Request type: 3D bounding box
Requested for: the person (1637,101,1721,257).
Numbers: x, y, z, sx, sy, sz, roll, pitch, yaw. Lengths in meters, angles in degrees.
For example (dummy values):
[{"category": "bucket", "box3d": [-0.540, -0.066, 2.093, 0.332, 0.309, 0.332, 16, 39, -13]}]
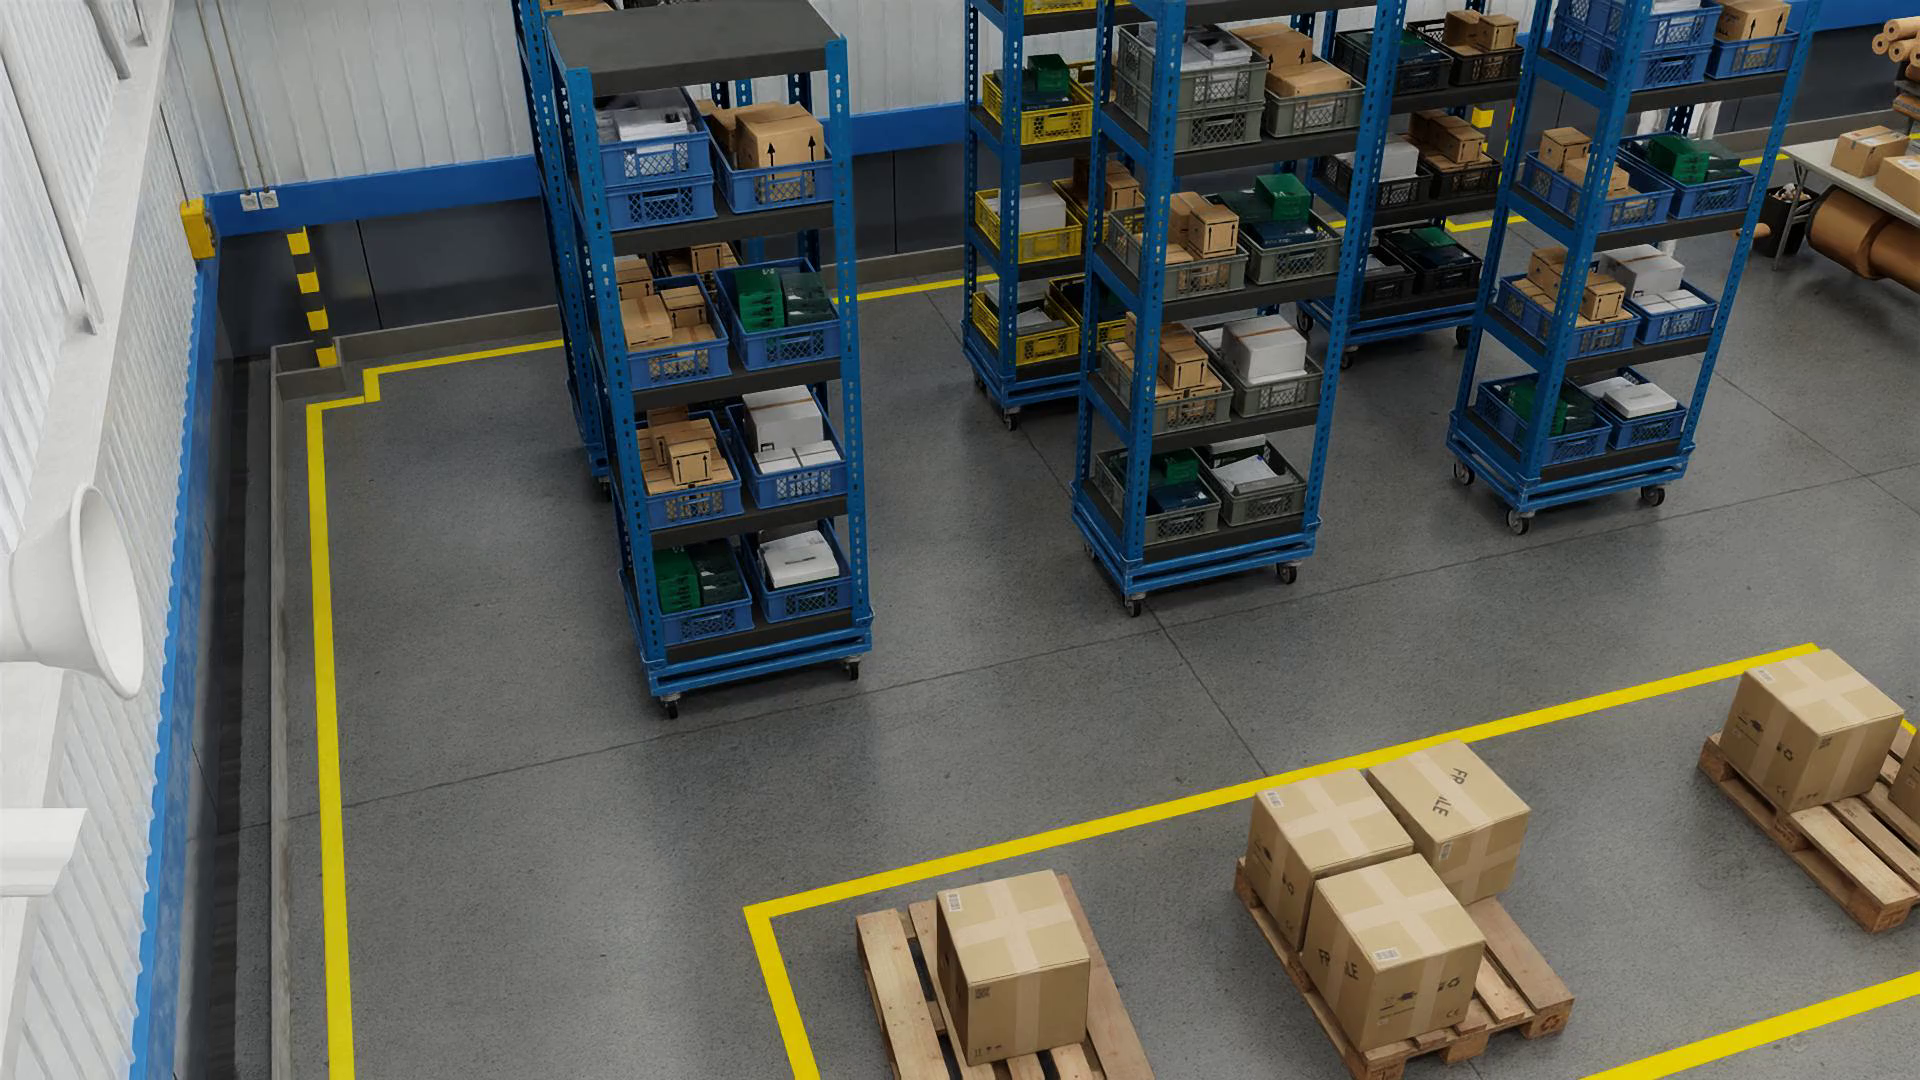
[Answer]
[{"category": "person", "box3d": [5.440, -2.920, 12.796, 0.574, 1.882, 0.362, 2, 35, 3]}]
